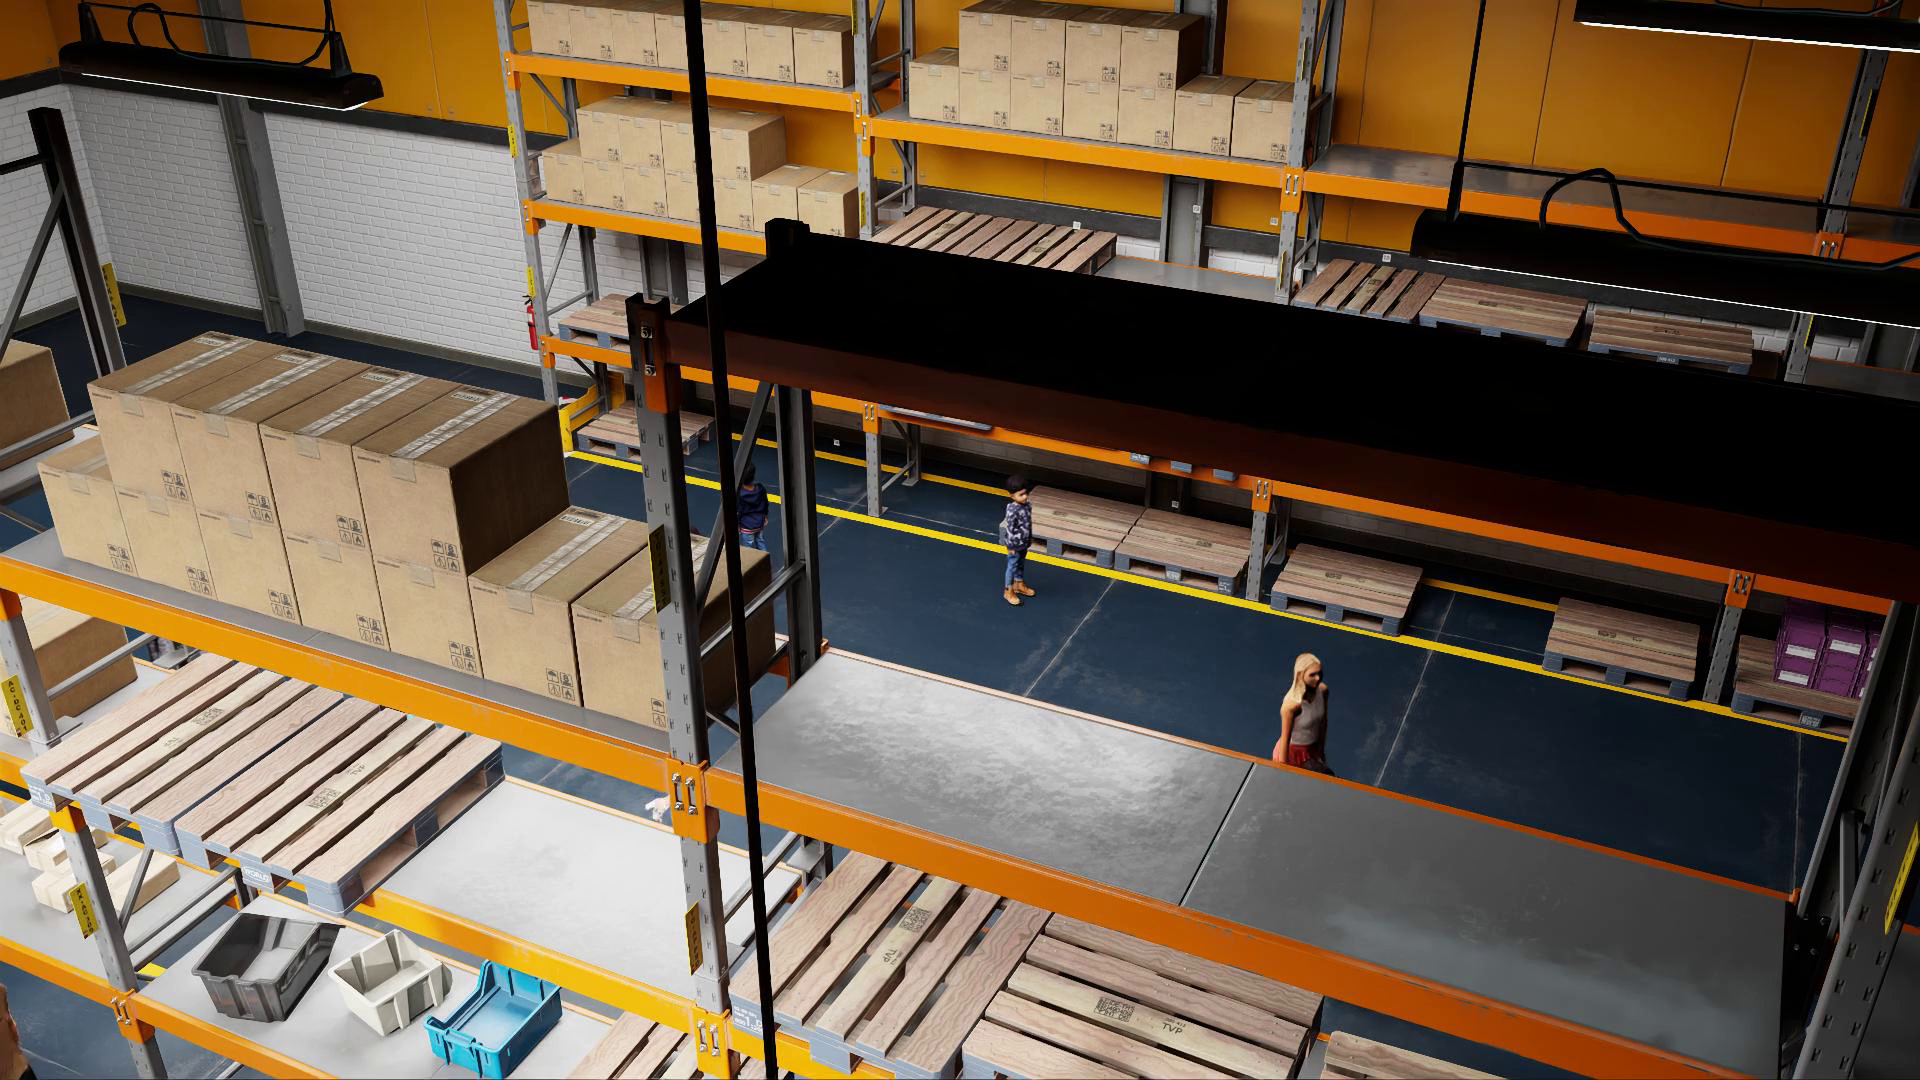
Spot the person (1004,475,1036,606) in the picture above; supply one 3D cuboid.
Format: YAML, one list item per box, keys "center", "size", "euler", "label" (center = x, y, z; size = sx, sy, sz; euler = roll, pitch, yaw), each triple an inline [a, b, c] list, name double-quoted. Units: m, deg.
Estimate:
- center: [0.542, -0.024, 15.351]
  size: [0.557, 1.250, 0.549]
  euler: [22, 35, 34]
  label: "person"

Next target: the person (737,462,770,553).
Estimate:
- center: [-1.964, -0.189, 15.682]
  size: [0.595, 1.224, 0.626]
  euler: [-17, 33, -28]
  label: "person"

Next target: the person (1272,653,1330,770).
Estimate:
- center: [2.361, 1.539, 11.923]
  size: [0.834, 1.790, 0.924]
  euler: [-20, 34, -32]
  label: "person"
